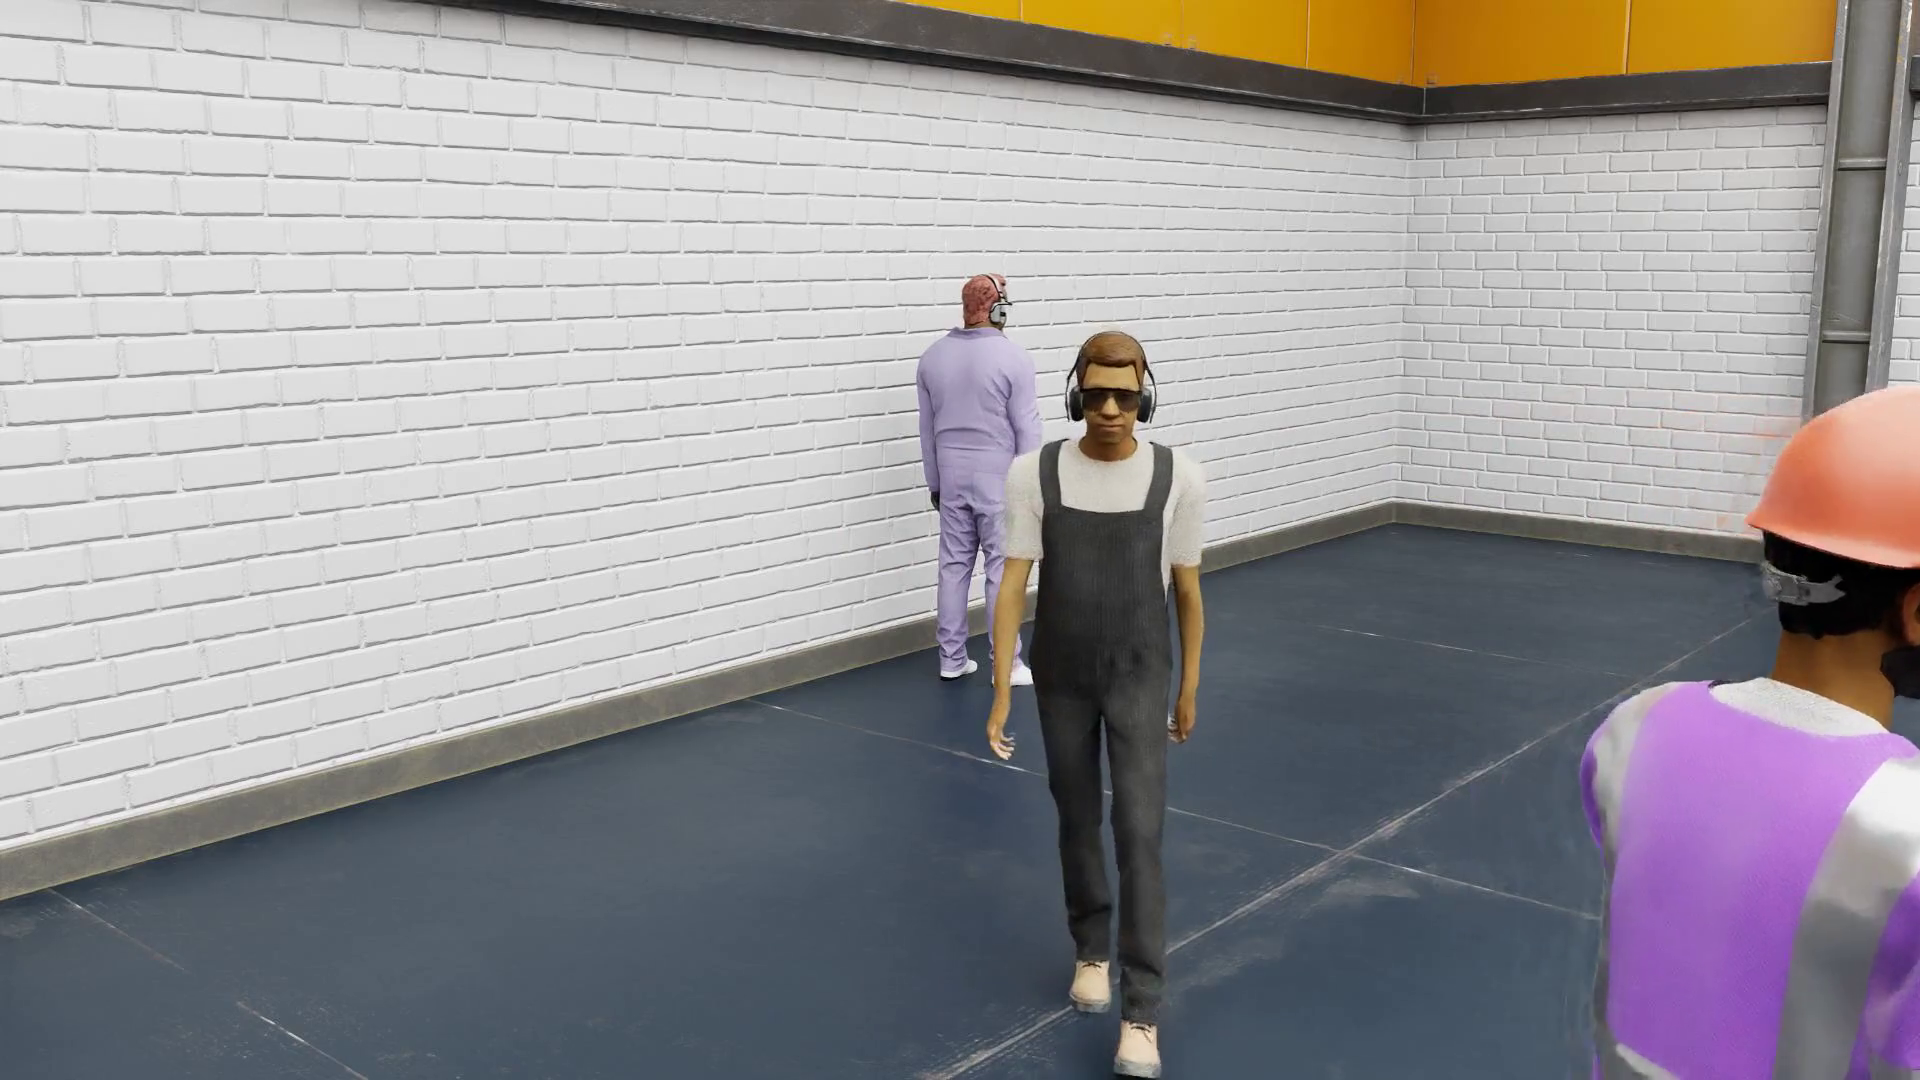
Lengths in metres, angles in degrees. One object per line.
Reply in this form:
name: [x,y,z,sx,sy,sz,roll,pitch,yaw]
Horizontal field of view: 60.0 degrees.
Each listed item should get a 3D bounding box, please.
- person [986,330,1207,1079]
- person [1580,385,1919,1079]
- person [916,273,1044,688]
person: [0.336,0.396,4.160,0.522,1.810,0.835,2,10,11]
person: [0.776,0.786,1.754,0.907,1.900,0.551,-4,11,-20]
person: [0.118,-0.266,7.681,0.641,1.908,0.407,7,12,34]
